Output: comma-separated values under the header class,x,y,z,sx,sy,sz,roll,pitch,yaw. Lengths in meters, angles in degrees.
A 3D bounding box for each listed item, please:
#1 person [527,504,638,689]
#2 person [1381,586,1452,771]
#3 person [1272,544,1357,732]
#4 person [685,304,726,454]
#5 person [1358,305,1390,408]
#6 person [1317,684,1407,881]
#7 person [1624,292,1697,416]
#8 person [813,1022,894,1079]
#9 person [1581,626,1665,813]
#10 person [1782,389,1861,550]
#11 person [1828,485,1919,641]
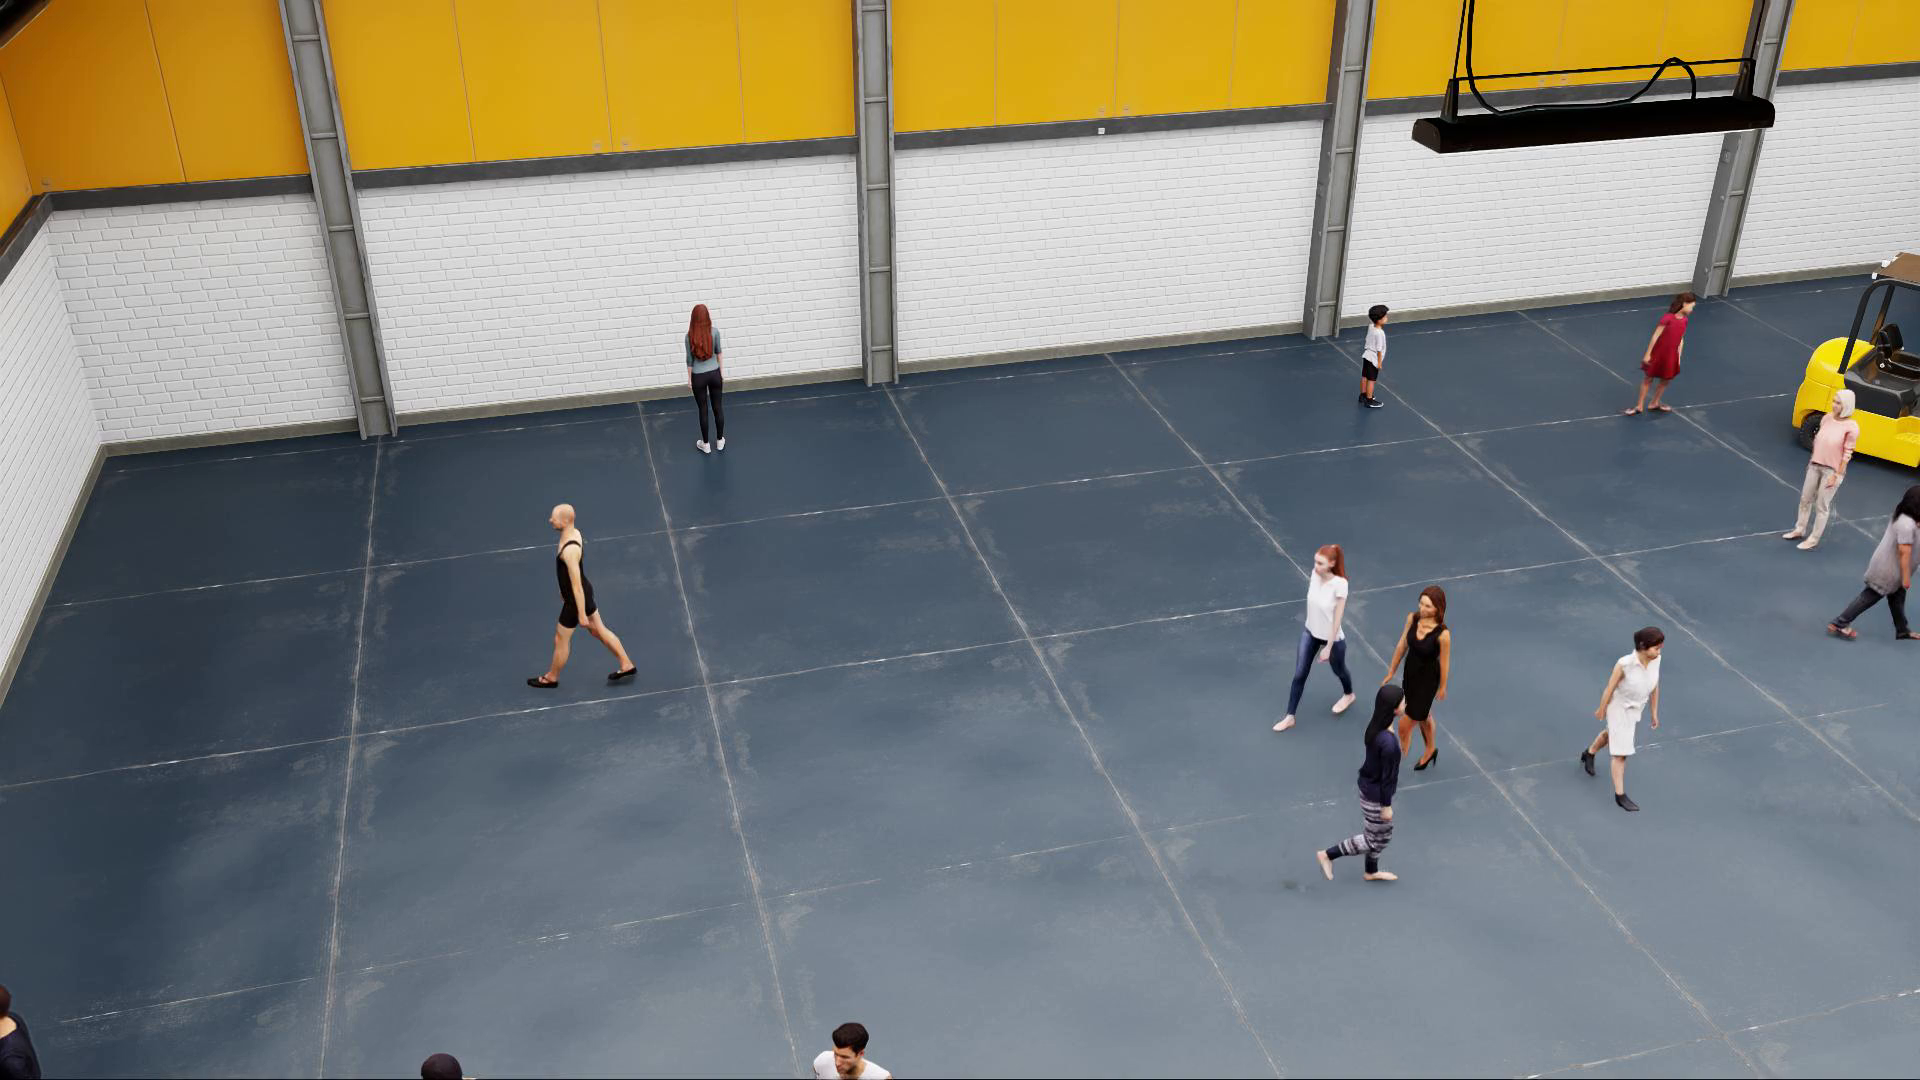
class,x,y,z,sx,sy,sz,roll,pitch,yaw
person,-3.204,0.514,14.355,1.204,1.765,0.760,-4,29,-8
person,3.722,1.137,13.172,1.023,1.802,0.720,-14,32,-24
person,3.128,0.796,13.910,1.204,1.694,0.901,-22,35,-34
person,-2.845,-1.817,18.649,0.519,1.743,0.661,-11,31,-20
person,4.940,-2.212,19.879,0.484,1.259,0.496,-6,29,-10
person,2.949,1.806,12.034,0.938,1.717,0.776,2,29,3
person,8.207,-2.194,19.568,0.559,1.526,0.773,-1,29,-3
person,-0.577,3.329,9.168,0.715,1.789,0.790,13,31,22
person,5.217,1.323,13.148,0.963,1.500,0.706,-10,30,-17
person,8.717,-0.718,16.659,0.582,1.719,0.634,-10,30,-17
person,8.374,0.225,15.088,1.144,1.569,1.033,12,31,21
